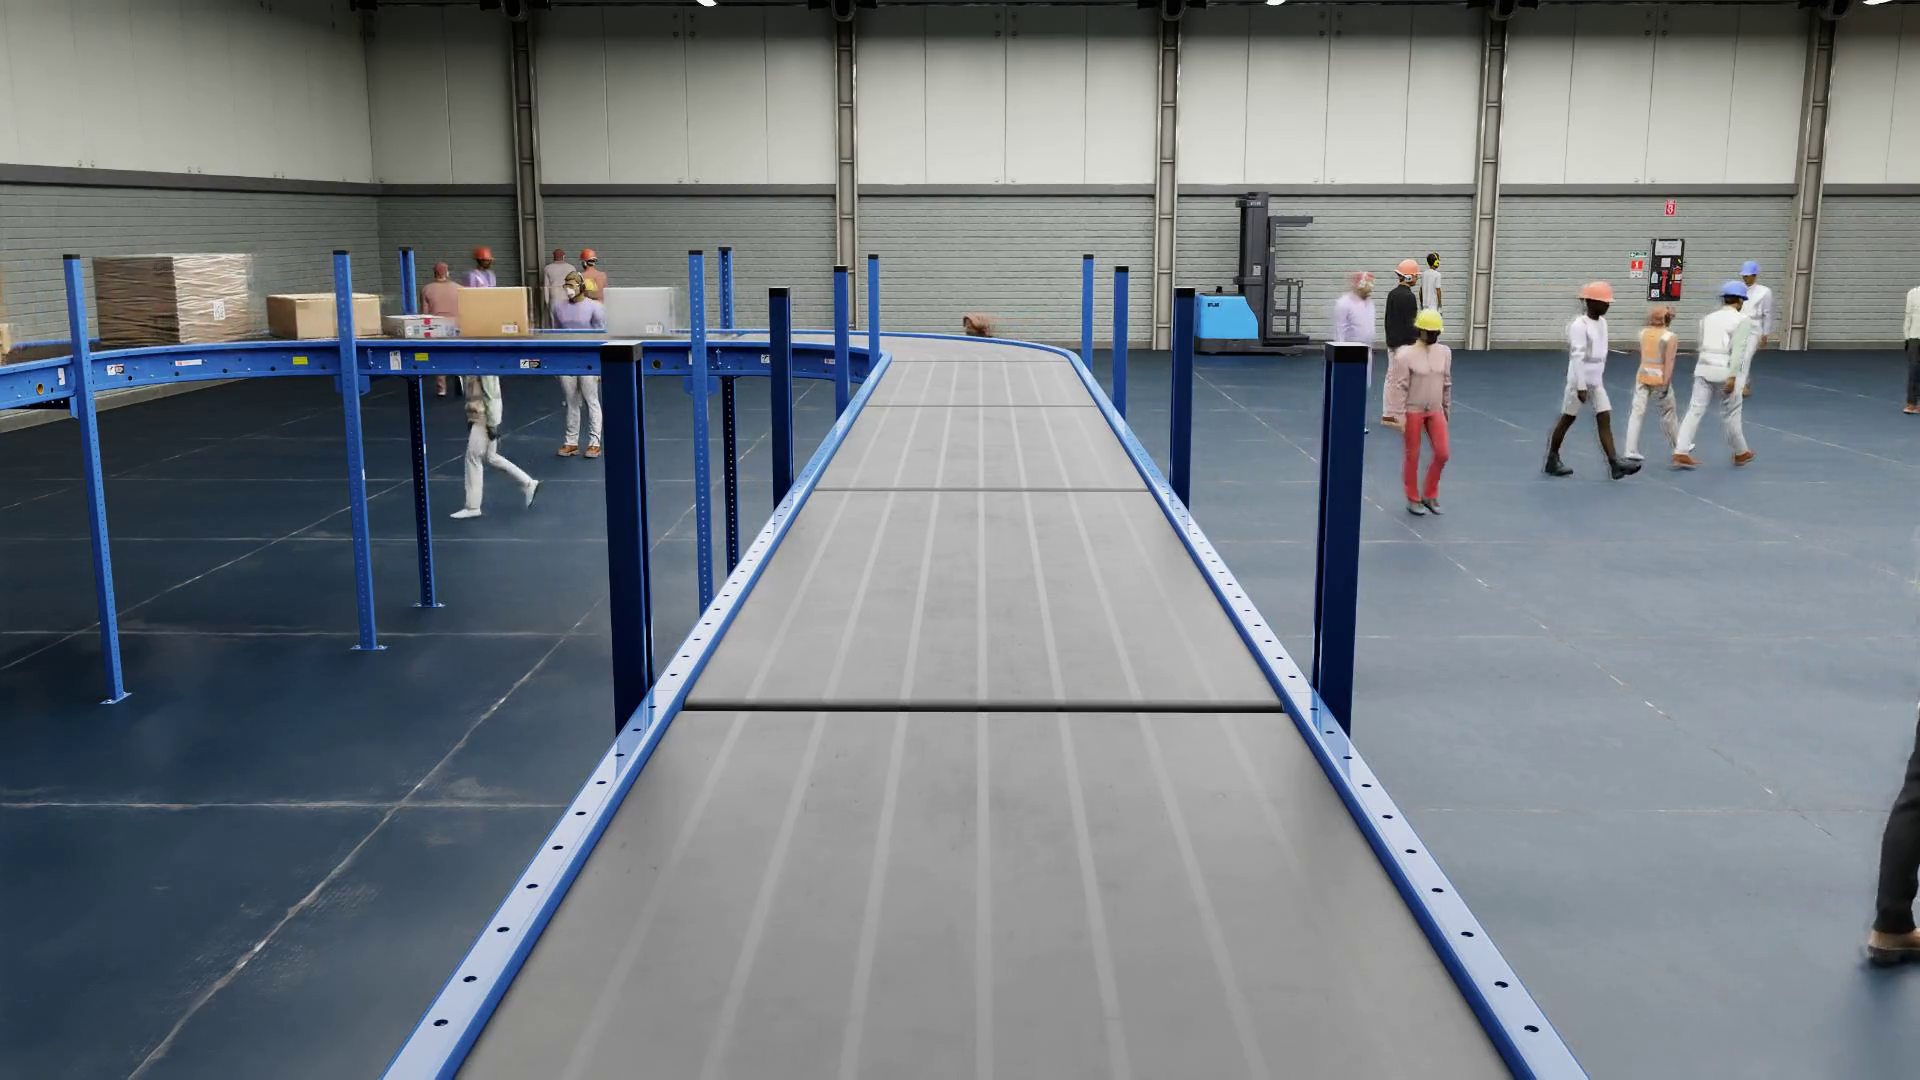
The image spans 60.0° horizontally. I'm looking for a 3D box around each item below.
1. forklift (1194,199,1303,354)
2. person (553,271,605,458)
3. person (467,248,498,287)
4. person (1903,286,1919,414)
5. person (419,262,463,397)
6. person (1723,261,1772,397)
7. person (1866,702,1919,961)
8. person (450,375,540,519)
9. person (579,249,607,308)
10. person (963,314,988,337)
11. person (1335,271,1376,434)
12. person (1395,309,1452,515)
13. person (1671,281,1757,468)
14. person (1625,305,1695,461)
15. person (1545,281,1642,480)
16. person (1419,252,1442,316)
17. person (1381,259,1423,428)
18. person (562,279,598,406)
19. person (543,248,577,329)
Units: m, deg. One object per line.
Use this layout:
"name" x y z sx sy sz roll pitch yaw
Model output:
"forklift" 5.313 -4.851 30.603 1.873 2.768 1.129 0 11 1
"person" -3.989 -1.835 17.417 0.627 1.940 0.370 4 12 19
"person" -7.623 -3.716 26.935 1.034 1.985 0.631 3 11 16
"person" 12.469 -2.626 21.392 0.766 1.977 0.624 -10 15 -41
"person" -7.168 -2.922 23.160 0.650 1.887 0.736 -5 12 -22
"person" 10.790 -2.877 22.846 0.624 1.916 0.917 11 15 43
"person" 3.509 0.528 5.626 0.953 1.793 0.535 -4 12 -22
"person" -3.937 -1.001 13.971 0.706 1.611 0.517 -4 12 -19
"person" -5.822 -3.583 26.257 0.378 1.995 0.609 7 13 33
"person" 0.086 -1.248 15.192 0.560 1.619 0.539 -8 14 -36
"person" 4.624 -2.221 19.582 0.635 1.878 0.698 -8 14 -37
"person" 3.899 -1.066 13.943 0.564 1.740 0.495 -3 11 -15
"person" 7.611 -1.646 16.646 1.019 1.865 0.638 -5 12 -25
"person" 7.248 -1.623 17.200 0.861 1.593 0.511 -6 12 -26
"person" 6.073 -1.520 15.934 0.575 1.879 0.996 -8 14 -36
"person" 8.299 -4.110 29.276 0.328 1.876 0.514 -6 13 -29
"person" 5.314 -2.356 19.950 0.393 1.992 0.622 -2 11 -12
"person" -4.842 -2.592 21.940 0.911 1.697 0.490 6 12 26
"person" -7.521 -4.523 31.316 0.652 1.906 0.403 -4 12 -21
